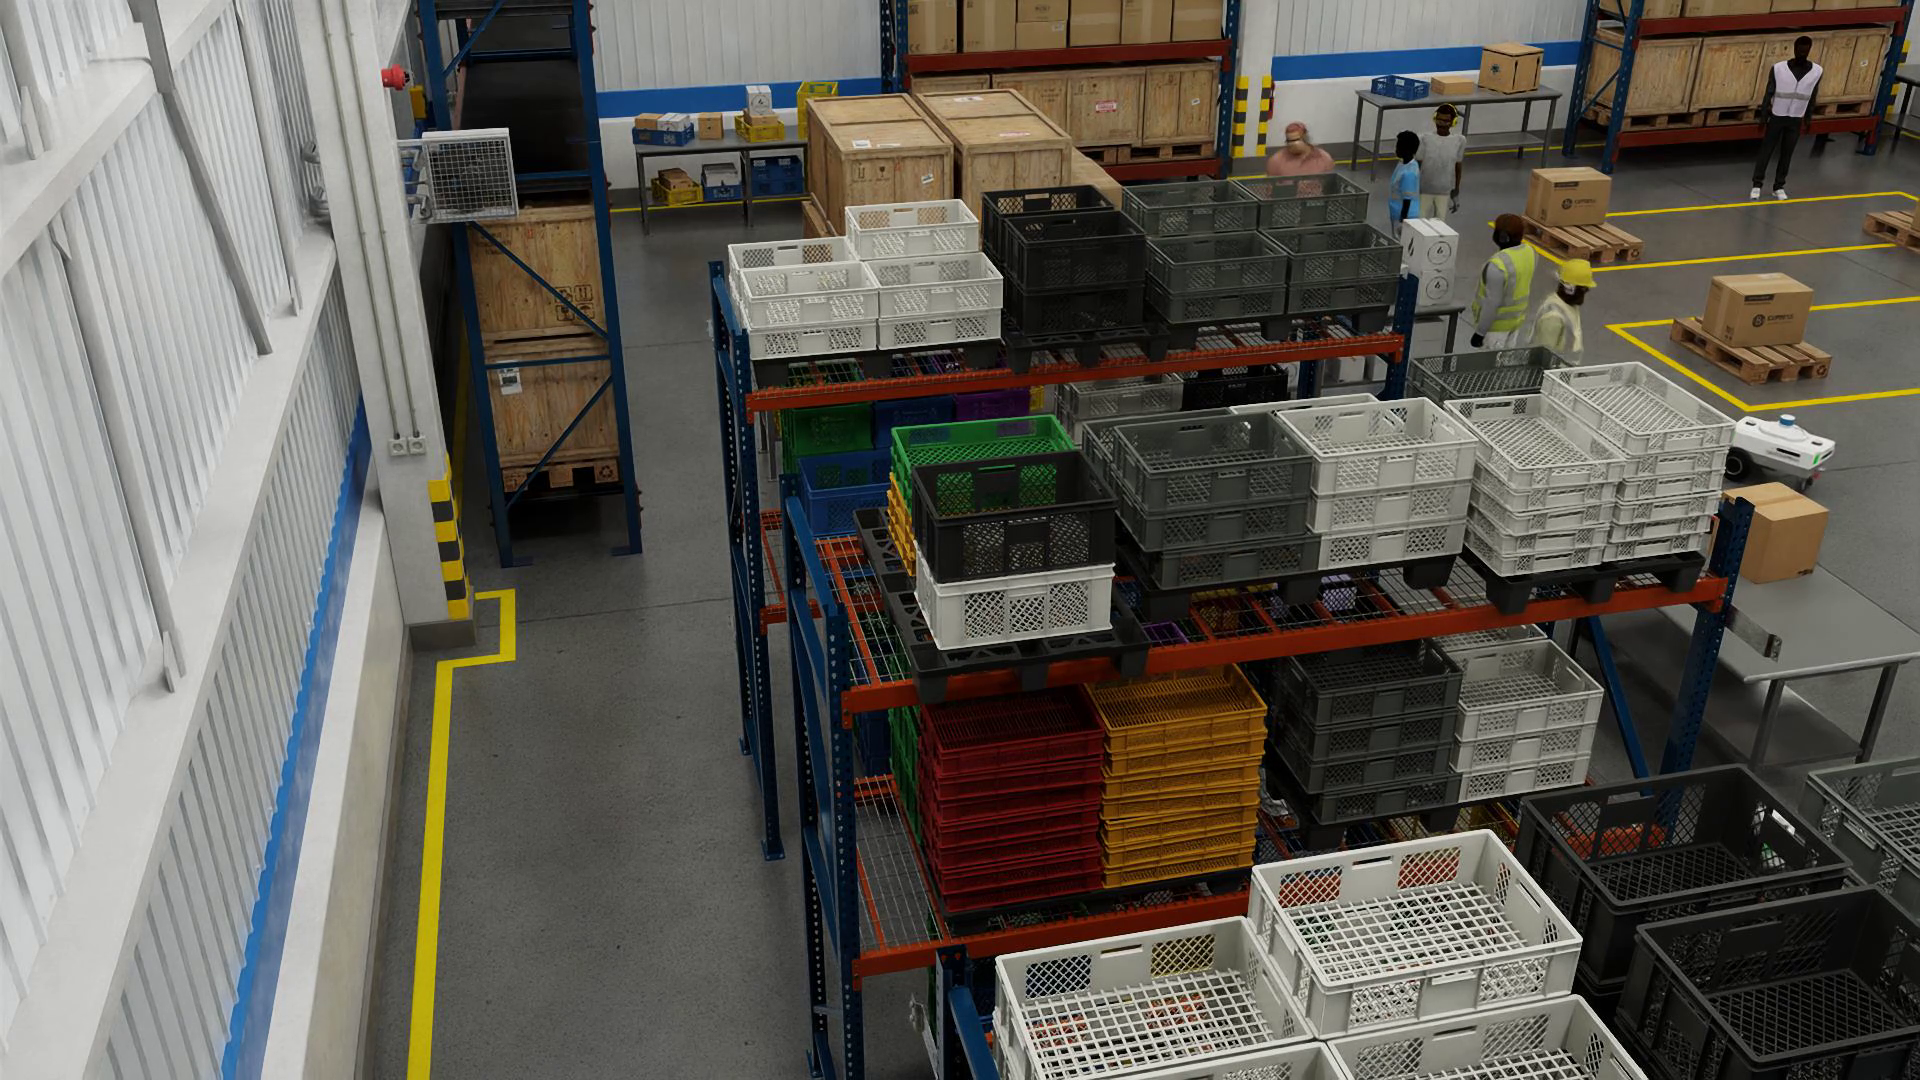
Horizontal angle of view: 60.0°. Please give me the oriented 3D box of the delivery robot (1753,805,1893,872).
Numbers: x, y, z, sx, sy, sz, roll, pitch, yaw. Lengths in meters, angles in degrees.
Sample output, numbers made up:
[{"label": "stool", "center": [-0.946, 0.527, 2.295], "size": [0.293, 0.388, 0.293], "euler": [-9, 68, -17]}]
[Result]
[{"label": "delivery robot", "center": [4.495, 1.592, 8.598], "size": [0.707, 0.478, 0.477], "euler": [7, 29, 14]}]

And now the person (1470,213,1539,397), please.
[{"label": "person", "center": [4.434, -1.800, 13.761], "size": [0.619, 1.844, 0.430], "euler": [-24, 36, -38]}]

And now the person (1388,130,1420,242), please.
[{"label": "person", "center": [4.445, -3.263, 16.704], "size": [0.322, 1.692, 0.534], "euler": [5, 28, 8]}]

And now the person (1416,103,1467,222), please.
[{"label": "person", "center": [4.874, -3.543, 17.045], "size": [0.519, 1.863, 0.335], "euler": [4, 28, 7]}]

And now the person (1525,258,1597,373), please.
[{"label": "person", "center": [4.567, -1.306, 12.846], "size": [0.408, 1.812, 0.624], "euler": [15, 31, 26]}]

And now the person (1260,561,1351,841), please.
[{"label": "person", "center": [1.865, 0.697, 8.919], "size": [0.372, 1.940, 0.629], "euler": [21, 35, 35]}]

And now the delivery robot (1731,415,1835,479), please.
[{"label": "delivery robot", "center": [6.432, -0.742, 13.025], "size": [0.477, 0.478, 0.707], "euler": [-24, 36, -37]}]

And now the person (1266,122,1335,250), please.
[{"label": "person", "center": [3.319, -3.159, 16.307], "size": [0.697, 1.877, 0.521], "euler": [2, 28, 4]}]

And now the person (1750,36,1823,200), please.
[{"label": "person", "center": [9.829, -5.023, 19.793], "size": [0.599, 1.917, 0.377], "euler": [4, 28, 8]}]
